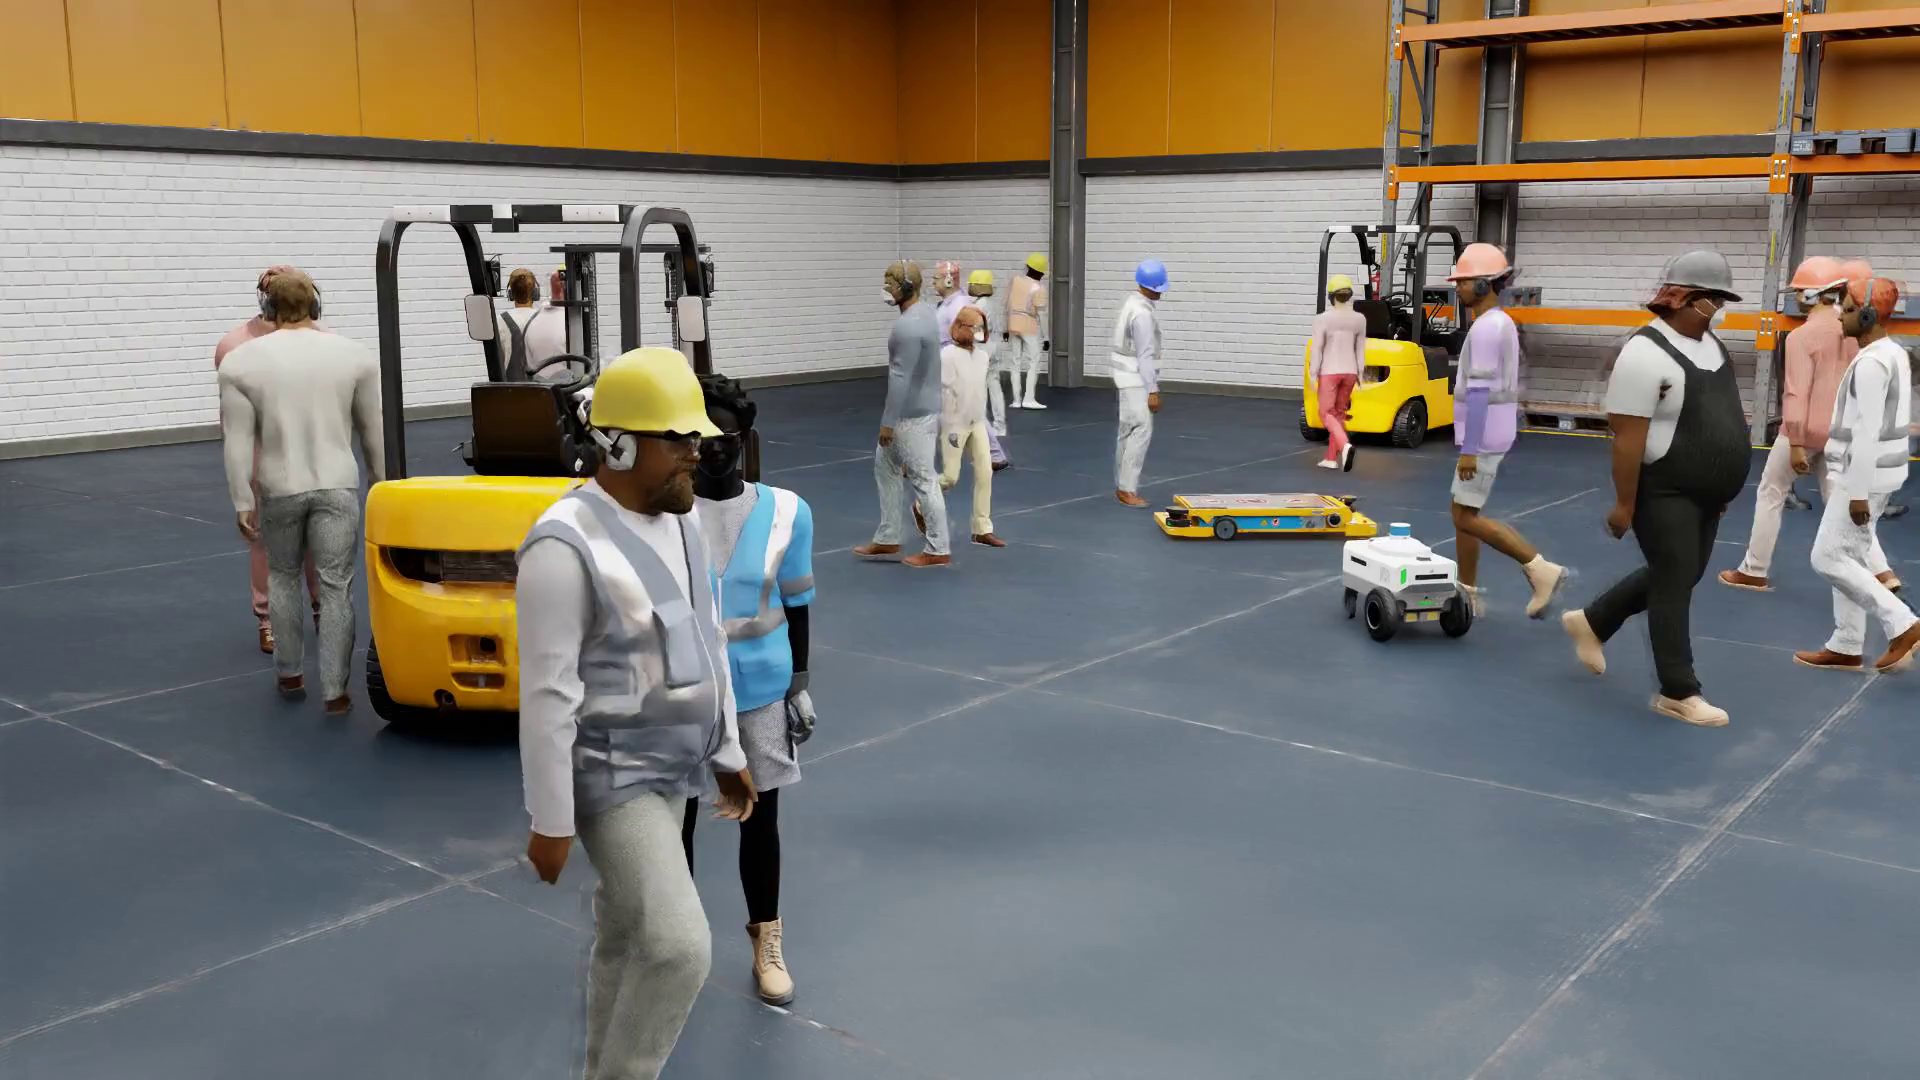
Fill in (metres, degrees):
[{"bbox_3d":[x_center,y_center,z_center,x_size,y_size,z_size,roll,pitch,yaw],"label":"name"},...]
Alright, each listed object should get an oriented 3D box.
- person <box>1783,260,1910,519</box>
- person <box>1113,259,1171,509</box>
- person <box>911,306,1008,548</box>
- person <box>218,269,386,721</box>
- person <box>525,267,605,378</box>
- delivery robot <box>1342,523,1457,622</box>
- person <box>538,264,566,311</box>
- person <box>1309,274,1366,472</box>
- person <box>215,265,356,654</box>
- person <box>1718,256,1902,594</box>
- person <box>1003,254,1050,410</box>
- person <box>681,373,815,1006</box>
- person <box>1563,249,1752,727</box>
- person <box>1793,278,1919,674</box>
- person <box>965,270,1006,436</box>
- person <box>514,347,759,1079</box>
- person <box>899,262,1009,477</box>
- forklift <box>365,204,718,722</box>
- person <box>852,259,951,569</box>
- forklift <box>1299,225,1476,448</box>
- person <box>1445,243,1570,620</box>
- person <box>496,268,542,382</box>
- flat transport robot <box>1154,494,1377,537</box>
[{"bbox_3d":[6.532,-1.111,12.296,0.980,1.884,0.561,9,14,42],"label":"person"},{"bbox_3d":[1.368,-1.204,12.805,0.395,1.898,0.735,-1,10,-3],"label":"person"},{"bbox_3d":[-0.014,-0.763,11.121,0.686,1.605,0.486,10,14,44],"label":"person"},{"bbox_3d":[-2.822,-0.210,7.244,0.656,1.907,0.858,-3,11,-18],"label":"person"},{"bbox_3d":[-2.527,-0.791,10.598,0.674,1.882,0.894,10,14,43],"label":"person"},{"bbox_3d":[2.292,0.154,8.702,0.477,0.478,0.707,-2,11,-13],"label":"delivery robot"},{"bbox_3d":[-3.573,-1.585,15.095,0.403,1.825,0.595,4,11,19],"label":"person"},{"bbox_3d":[3.331,-1.450,14.561,0.528,1.746,0.713,-3,11,-17],"label":"person"},{"bbox_3d":[-3.333,-0.406,8.308,0.641,1.913,0.407,-9,14,-42],"label":"person"},{"bbox_3d":[4.868,-0.615,9.368,0.611,1.956,0.989,-4,11,-23],"label":"person"},{"bbox_3d":[0.785,-2.490,19.986,0.691,1.877,0.378,8,13,36],"label":"person"},{"bbox_3d":[-0.637,0.408,4.389,0.529,1.697,0.321,-2,10,-12],"label":"person"},{"bbox_3d":[3.059,-0.283,7.265,0.694,2.000,0.851,-8,13,-39],"label":"person"},{"bbox_3d":[4.232,-0.269,7.685,0.505,1.871,0.584,8,13,39],"label":"person"},{"bbox_3d":[0.174,-1.935,17.283,0.712,1.721,0.484,4,11,23],"label":"person"},{"bbox_3d":[-0.662,0.496,3.575,0.490,1.811,0.587,2,11,13],"label":"person"},{"bbox_3d":[-0.057,-1.454,14.296,1.032,1.858,0.637,0,10,1],"label":"person"},{"bbox_3d":[-1.766,-0.406,7.525,1.214,2.155,2.313,1,10,7],"label":"forklift"},{"bbox_3d":[-0.411,-0.760,10.264,0.801,1.909,0.639,1,10,4],"label":"person"},{"bbox_3d":[4.449,-2.115,16.993,1.214,2.155,2.313,8,13,38],"label":"forklift"},{"bbox_3d":[2.822,-0.534,8.715,0.686,2.021,0.626,4,11,20],"label":"person"},{"bbox_3d":[-2.956,-0.938,11.438,0.508,1.846,0.345,-1,10,-4],"label":"person"},{"bbox_3d":[2.110,-0.178,11.592,1.431,0.197,0.652,0,10,-2],"label":"flat transport robot"}]
